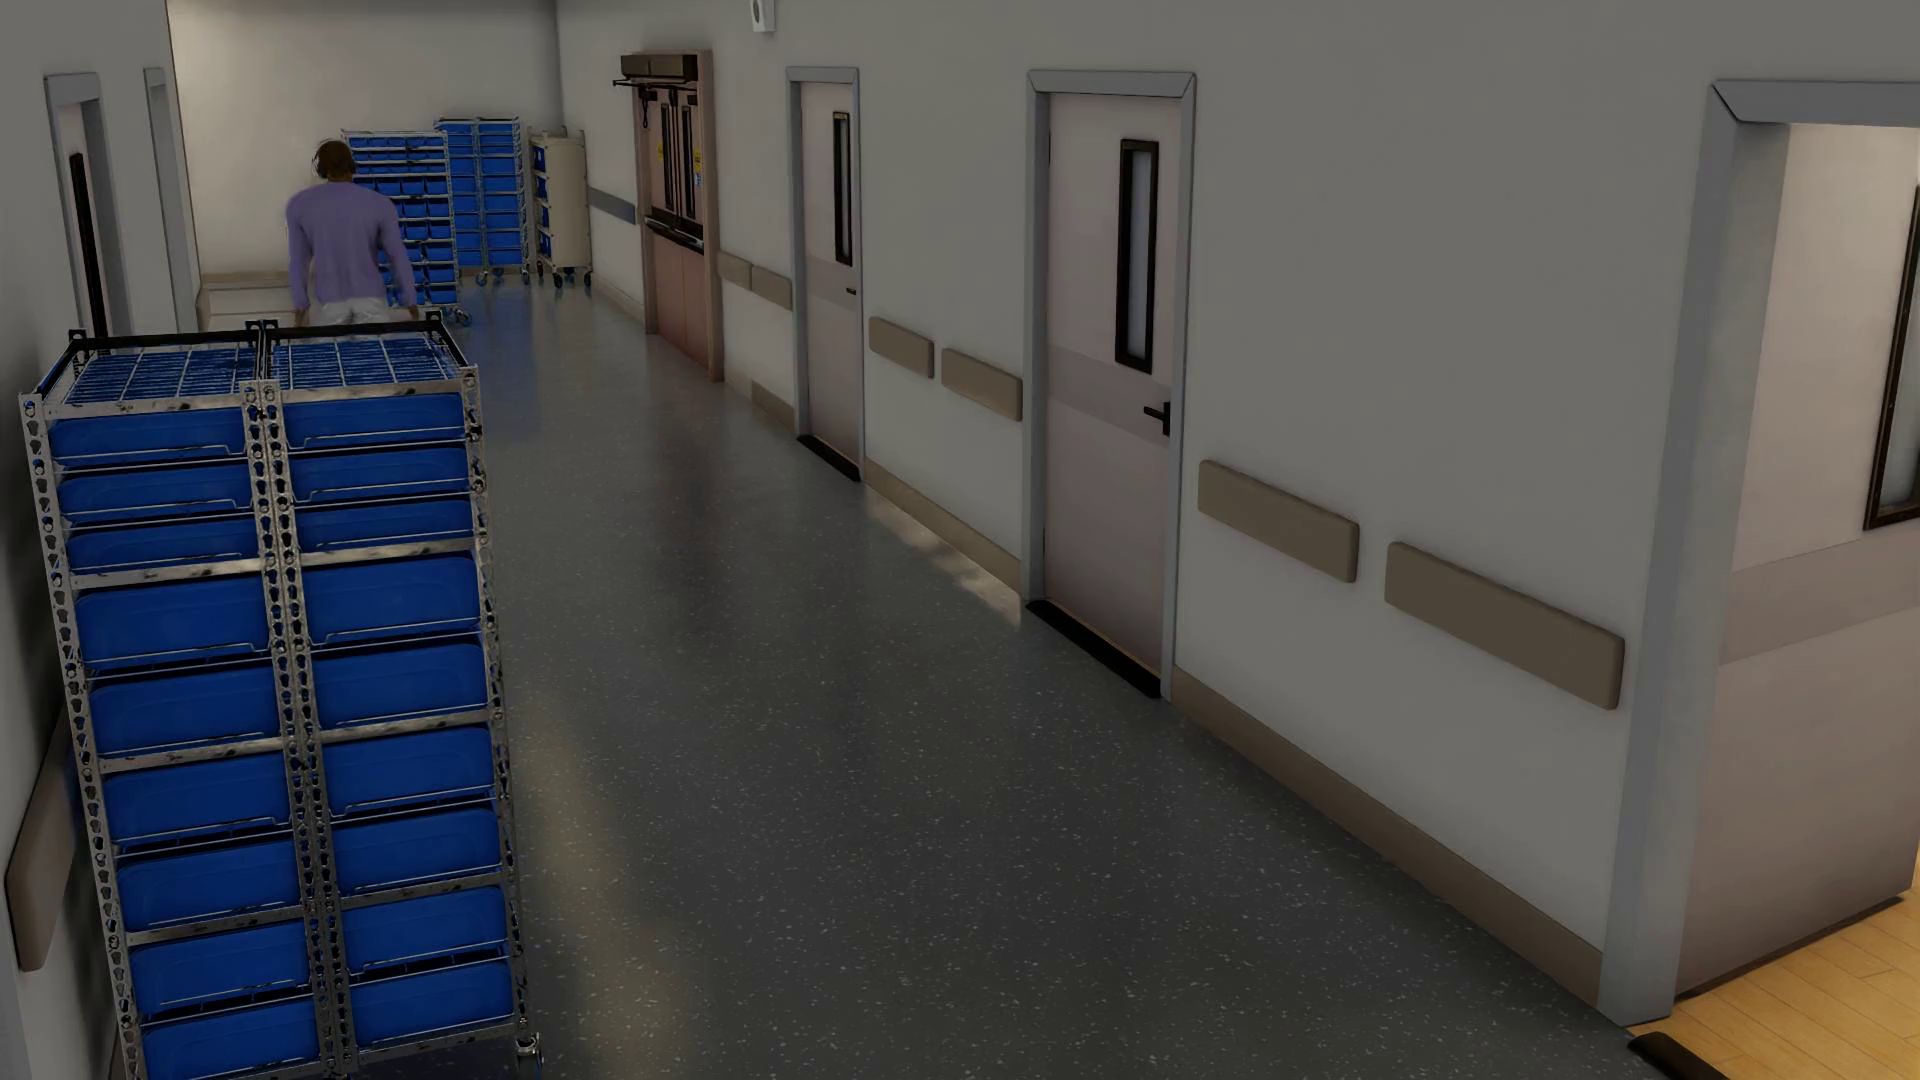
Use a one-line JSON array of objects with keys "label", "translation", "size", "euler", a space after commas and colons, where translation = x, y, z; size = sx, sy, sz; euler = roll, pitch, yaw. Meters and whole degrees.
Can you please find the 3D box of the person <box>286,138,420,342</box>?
[{"label": "person", "translation": [-3.651, -1.446, 10.076], "size": [0.736, 1.916, 0.466], "euler": [-3, 16, -10]}]
